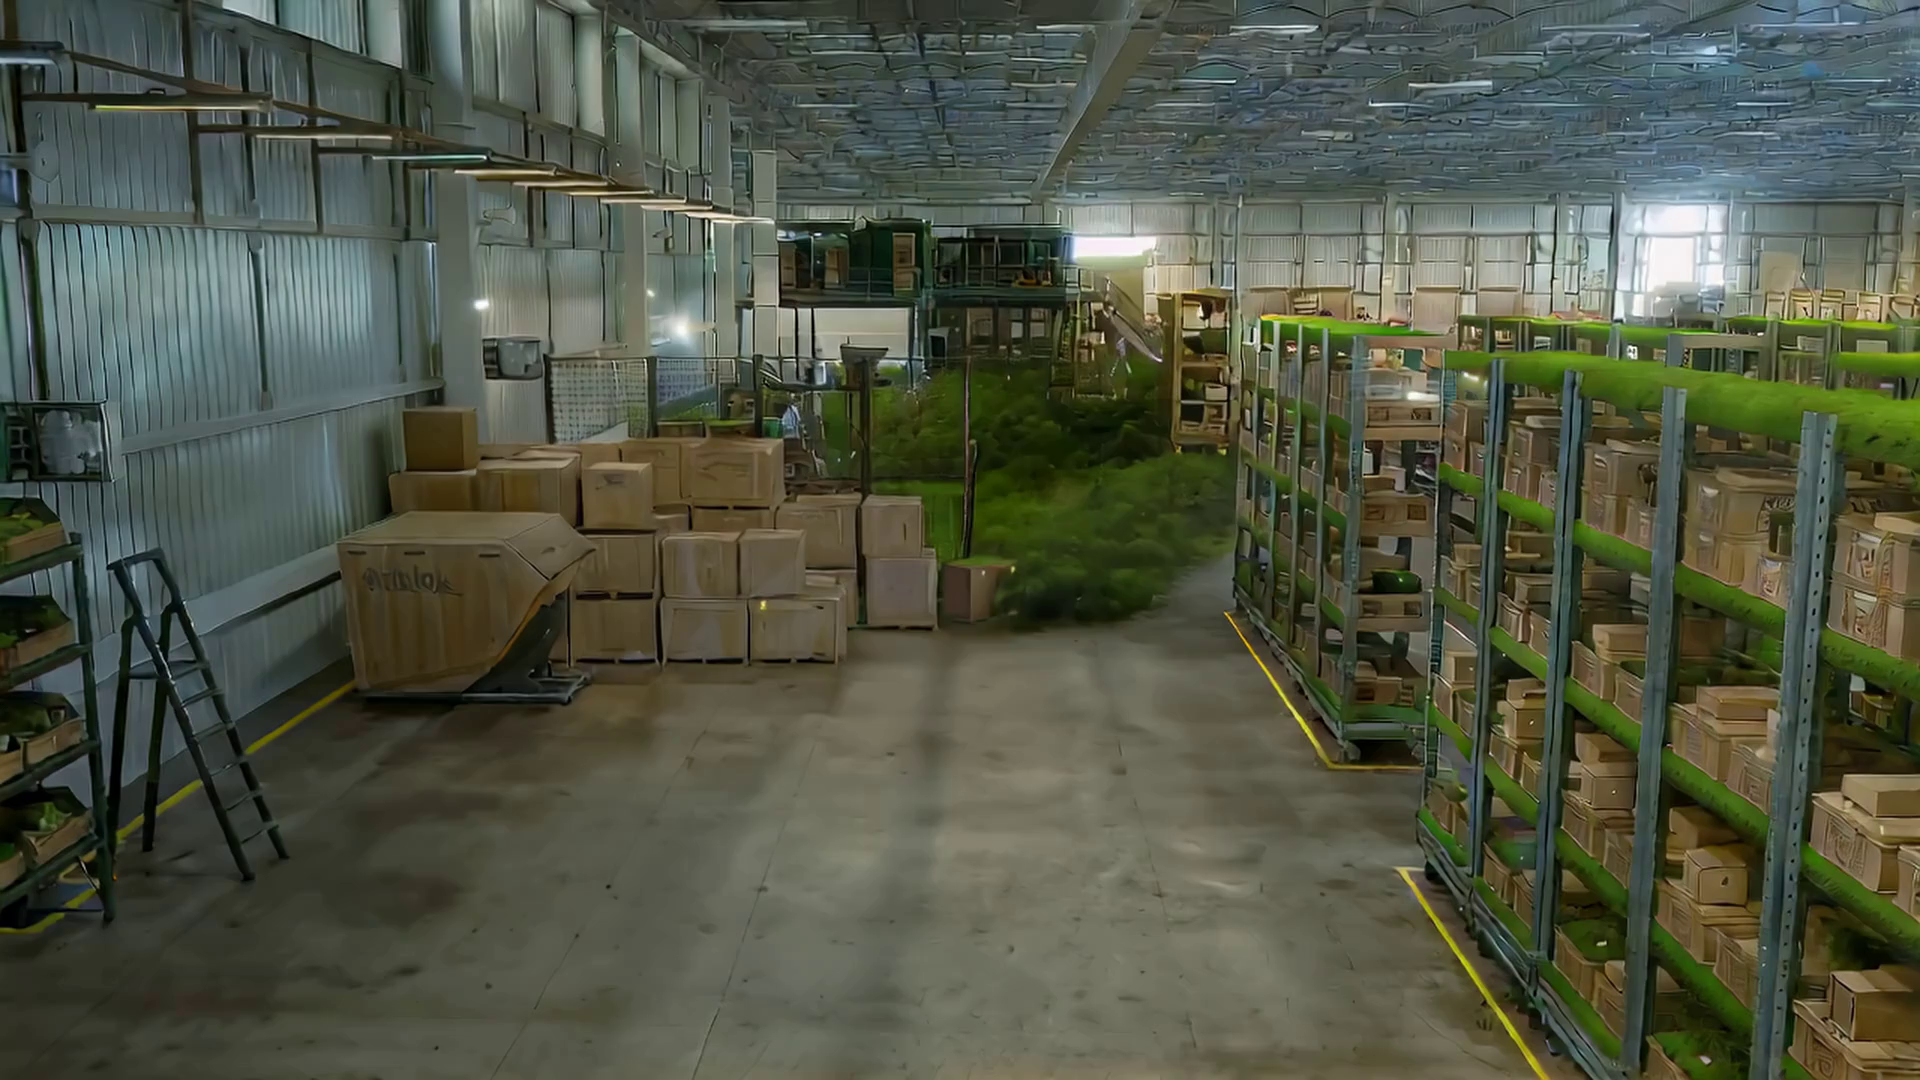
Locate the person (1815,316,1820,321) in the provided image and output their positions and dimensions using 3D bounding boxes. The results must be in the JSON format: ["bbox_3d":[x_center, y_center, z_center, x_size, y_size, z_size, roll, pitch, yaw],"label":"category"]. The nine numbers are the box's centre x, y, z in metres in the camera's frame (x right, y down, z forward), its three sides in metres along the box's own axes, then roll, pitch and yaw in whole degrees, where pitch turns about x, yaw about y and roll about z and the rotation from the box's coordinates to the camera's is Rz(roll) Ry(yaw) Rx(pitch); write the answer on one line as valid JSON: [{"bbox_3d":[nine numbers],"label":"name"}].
[{"bbox_3d":[41.228,-9.787,79.932,0.389,1.911,0.586,-1,9,-3],"label":"person"}]

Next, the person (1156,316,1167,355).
[{"bbox_3d":[9.836,-9.986,81.205,0.544,1.902,0.947,0,9,1],"label":"person"}]

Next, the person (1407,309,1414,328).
[{"bbox_3d":[25.607,-12.185,94.696,0.399,1.918,0.587,6,11,35],"label":"person"}]

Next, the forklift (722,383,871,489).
[{"bbox_3d":[-2.893,-1.687,28.729,2.680,1.987,1.157,0,9,-1],"label":"forklift"}]

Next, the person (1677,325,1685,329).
[{"bbox_3d":[34.542,-9.748,79.631,0.428,1.925,0.627,7,11,35],"label":"person"}]

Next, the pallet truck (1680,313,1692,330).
[{"bbox_3d":[36.315,-10.531,84.244,0.823,1.965,1.885,-6,11,-33],"label":"pallet truck"}]

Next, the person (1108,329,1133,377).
[{"bbox_3d":[6.268,-7.248,64.484,0.978,1.844,0.576,-1,9,-5],"label":"person"}]

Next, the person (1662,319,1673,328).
[{"bbox_3d":[32.775,-9.309,77.084,0.514,1.876,0.328,1,9,4],"label":"person"}]

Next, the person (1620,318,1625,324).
[{"bbox_3d":[30.844,-9.418,77.624,0.586,1.919,0.398,8,12,41],"label":"person"}]

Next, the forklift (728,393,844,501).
[{"bbox_3d":[-2.979,-1.316,26.476,2.680,1.987,1.157,0,9,1],"label":"forklift"}]

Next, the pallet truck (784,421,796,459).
[{"bbox_3d":[-4.013,-1.793,32.705,1.601,1.201,0.680,0,9,1],"label":"pallet truck"}]

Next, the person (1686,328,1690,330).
[{"bbox_3d":[26.653,-6.783,61.152,0.395,1.987,0.630,-5,10,-29],"label":"person"}]

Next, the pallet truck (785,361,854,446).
[{"bbox_3d":[-3.410,-3.193,38.978,1.885,1.965,0.823,0,9,-1],"label":"pallet truck"}]

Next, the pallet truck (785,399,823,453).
[{"bbox_3d":[-3.814,-2.432,36.419,1.630,1.274,0.653,0,9,1],"label":"pallet truck"}]

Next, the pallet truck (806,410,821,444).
[{"bbox_3d":[-3.559,-2.018,33.905,1.522,1.261,0.704,0,9,-1],"label":"pallet truck"}]

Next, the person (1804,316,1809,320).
[{"bbox_3d":[41.456,-10.075,81.747,0.950,1.907,0.638,-5,11,-30],"label":"person"}]

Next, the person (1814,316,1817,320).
[{"bbox_3d":[42.779,-10.260,83.106,0.540,1.828,0.633,-4,10,-22],"label":"person"}]

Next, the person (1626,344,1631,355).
[{"bbox_3d":[25.517,-7.280,64.051,0.989,2.000,0.701,5,11,30],"label":"person"}]

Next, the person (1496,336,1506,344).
[{"bbox_3d":[17.340,-5.512,53.237,0.564,2.015,0.627,8,12,40],"label":"person"}]

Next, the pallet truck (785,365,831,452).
[{"bbox_3d":[-3.774,-2.976,37.635,1.885,1.965,0.823,1,9,5],"label":"pallet truck"}]
